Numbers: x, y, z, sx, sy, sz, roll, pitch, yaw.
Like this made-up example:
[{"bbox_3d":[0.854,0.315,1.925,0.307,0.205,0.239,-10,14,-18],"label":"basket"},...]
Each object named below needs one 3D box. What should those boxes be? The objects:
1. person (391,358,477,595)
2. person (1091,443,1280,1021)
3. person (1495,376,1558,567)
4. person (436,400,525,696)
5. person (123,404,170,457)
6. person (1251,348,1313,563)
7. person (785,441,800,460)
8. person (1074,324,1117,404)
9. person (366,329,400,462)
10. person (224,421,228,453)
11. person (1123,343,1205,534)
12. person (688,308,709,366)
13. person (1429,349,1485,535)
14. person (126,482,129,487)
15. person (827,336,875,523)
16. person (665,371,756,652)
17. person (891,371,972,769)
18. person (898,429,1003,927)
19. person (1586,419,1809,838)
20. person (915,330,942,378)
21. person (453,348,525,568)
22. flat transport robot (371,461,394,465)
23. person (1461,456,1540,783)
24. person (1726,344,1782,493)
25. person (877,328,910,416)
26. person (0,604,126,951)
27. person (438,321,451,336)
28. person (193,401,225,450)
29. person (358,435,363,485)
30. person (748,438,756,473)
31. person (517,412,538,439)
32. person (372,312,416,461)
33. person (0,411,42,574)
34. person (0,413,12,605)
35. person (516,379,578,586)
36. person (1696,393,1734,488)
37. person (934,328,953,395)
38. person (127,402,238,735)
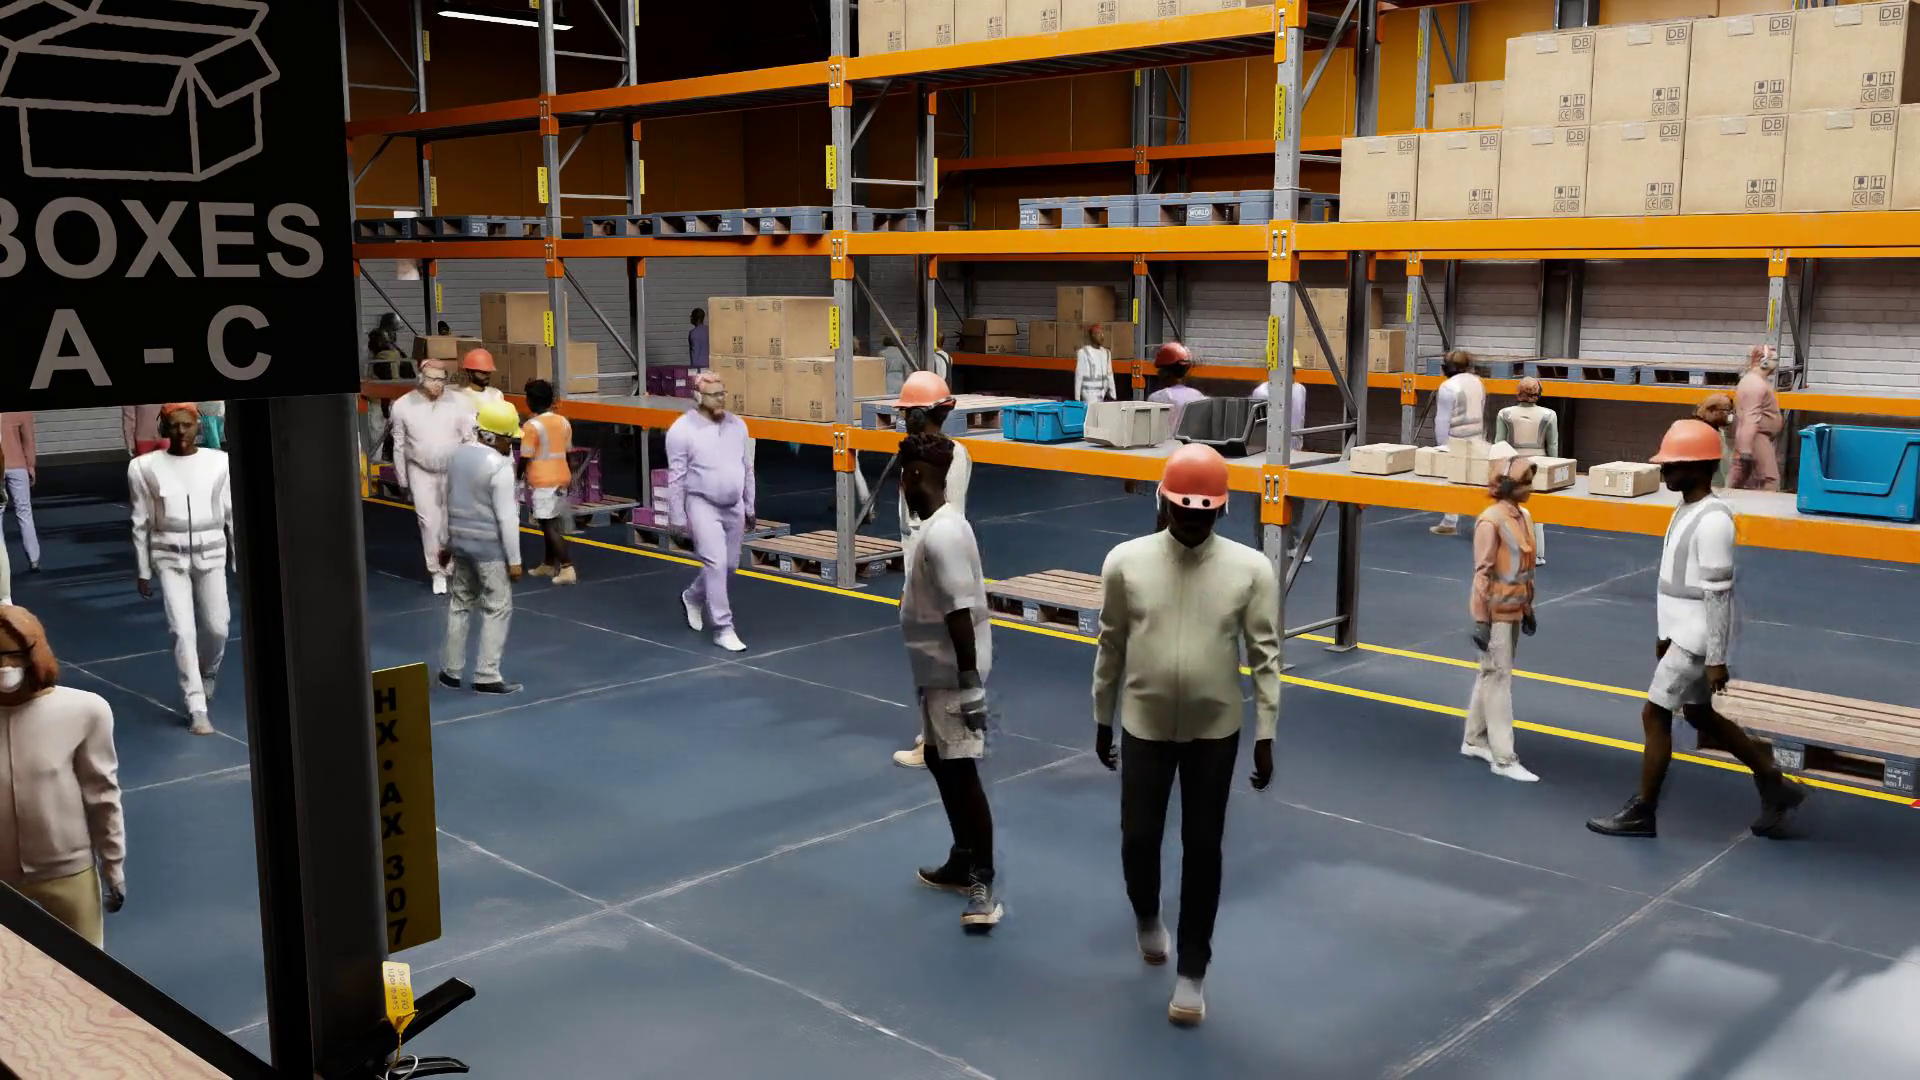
[{"bbox_3d":[-4.205,-0.537,13.334,0.650,1.869,0.807,-4,10,-24],"label":"person"},{"bbox_3d":[0.780,0.633,5.837,0.646,1.971,0.743,1,9,5],"label":"person"},{"bbox_3d":[4.868,-0.586,14.332,0.522,1.638,0.310,4,10,21],"label":"person"},{"bbox_3d":[-2.896,0.049,10.005,0.737,1.788,0.416,7,12,37],"label":"person"},{"bbox_3d":[-7.951,-0.973,16.433,0.546,1.726,0.854,-6,11,-33],"label":"person"},{"bbox_3d":[2.824,-0.734,14.403,0.625,1.903,0.685,-5,11,-29],"label":"person"},{"bbox_3d":[-2.250,-1.980,22.331,0.571,1.822,0.834,-2,9,-11],"label":"person"},{"bbox_3d":[1.829,-1.870,21.594,0.606,1.832,0.951,-9,13,-44],"label":"person"},{"bbox_3d":[-7.122,-1.722,20.758,0.798,1.821,0.629,-1,9,-8],"label":"person"},{"bbox_3d":[-9.792,-2.063,22.473,0.542,1.939,0.368,-1,9,-8],"label":"person"},{"bbox_3d":[1.615,-0.539,12.991,0.615,1.986,1.032,-9,13,-44],"label":"person"},{"bbox_3d":[-4.151,-2.734,26.586,0.371,1.941,0.627,3,10,19],"label":"person"},{"bbox_3d":[4.797,-0.897,15.732,0.636,1.820,0.751,-8,12,-41],"label":"person"},{"bbox_3d":[-9.005,-1.323,18.748,0.833,1.656,0.548,-8,12,-42],"label":"person"},{"bbox_3d":[-1.107,-1.125,16.895,0.643,1.900,1.008,-7,12,-38],"label":"person"},{"bbox_3d":[-1.708,-0.217,11.336,0.650,1.877,0.833,-9,13,-44],"label":"person"},{"bbox_3d":[-0.169,0.158,8.540,0.390,2.041,0.614,4,10,22],"label":"person"},{"bbox_3d":[-0.028,0.534,6.608,0.427,1.922,0.777,-1,9,-6],"label":"person"},{"bbox_3d":[3.344,0.415,7.392,0.878,1.913,0.551,2,10,15],"label":"person"},{"bbox_3d":[-0.414,-1.596,19.817,0.327,1.874,0.519,-6,11,-34],"label":"person"},{"bbox_3d":[-4.154,-0.704,14.319,0.978,1.898,0.546,5,11,28],"label":"person"},{"bbox_3d":[-7.180,-0.786,19.745,1.431,0.197,0.652,-7,12,-37],"label":"flat transport robot"},{"bbox_3d":[2.772,0.384,8.441,0.411,1.635,0.531,7,12,38],"label":"person"},{"bbox_3d":[7.484,-0.925,15.741,0.993,1.863,0.652,3,10,18],"label":"person"},{"bbox_3d":[-1.015,-2.219,24.156,0.504,1.703,0.891,-5,11,-28],"label":"person"},{"bbox_3d":[-2.673,0.979,4.782,0.501,1.627,0.277,-4,10,-24],"label":"person"},{"bbox_3d":[-6.900,-1.992,22.241,0.519,1.874,0.327,-8,12,-40],"label":"person"},{"bbox_3d":[-8.477,-1.381,18.995,0.882,1.700,0.571,3,10,20],"label":"person"},{"bbox_3d":[-5.329,-0.607,13.660,0.764,1.888,0.922,-4,10,-23],"label":"person"},{"bbox_3d":[-2.723,-1.719,20.664,0.429,1.844,0.627,1,9,7],"label":"person"},{"bbox_3d":[-5.479,-1.878,21.282,0.634,1.966,0.638,-8,12,-39],"label":"person"},{"bbox_3d":[-7.249,-1.921,21.288,0.560,2.000,0.693,-3,10,-17],"label":"person"},{"bbox_3d":[-7.973,-0.556,13.867,0.536,1.780,0.517,-8,12,-41],"label":"person"},{"bbox_3d":[-7.294,-0.368,12.276,0.317,1.876,0.531,4,10,22],"label":"person"},{"bbox_3d":[-3.336,-0.462,13.466,0.589,1.675,0.552,4,10,22],"label":"person"},{"bbox_3d":[5.752,-0.319,12.746,0.361,1.620,0.511,6,11,33],"label":"person"},{"bbox_3d":[-0.263,-1.630,20.104,0.351,1.846,0.506,4,10,24],"label":"person"},{"bbox_3d":[-4.326,0.118,9.339,0.583,1.864,0.712,-5,11,-30],"label":"person"}]
